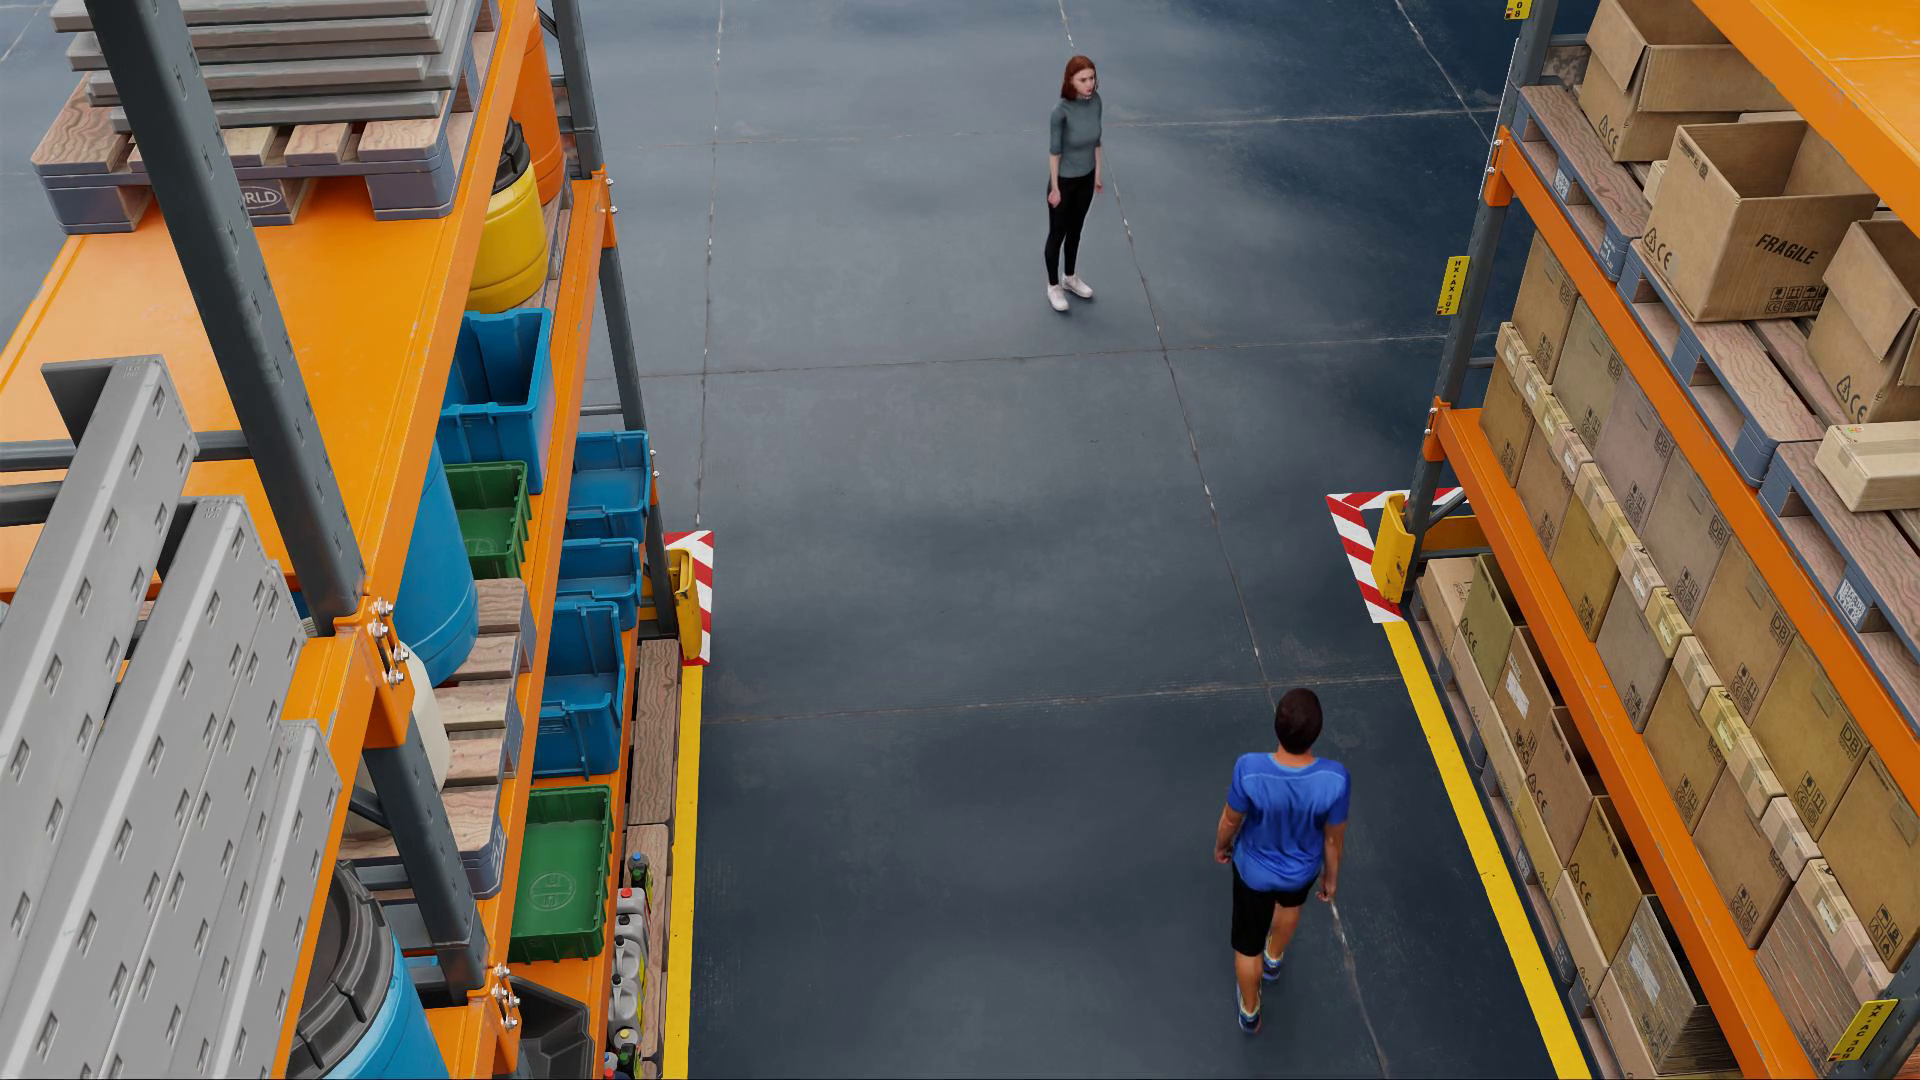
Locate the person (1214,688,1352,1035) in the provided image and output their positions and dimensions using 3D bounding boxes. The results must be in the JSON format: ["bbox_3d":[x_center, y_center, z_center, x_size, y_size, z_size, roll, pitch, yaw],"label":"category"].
[{"bbox_3d":[1.267,1.374,6.636,0.718,1.850,0.834,3,42,3],"label":"person"}]

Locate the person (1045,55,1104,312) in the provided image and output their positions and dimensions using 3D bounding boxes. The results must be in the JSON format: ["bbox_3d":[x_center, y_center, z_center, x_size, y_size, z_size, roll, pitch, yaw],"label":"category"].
[{"bbox_3d":[0.730,-2.321,10.785,0.676,1.742,0.701,-26,48,-26],"label":"person"}]
